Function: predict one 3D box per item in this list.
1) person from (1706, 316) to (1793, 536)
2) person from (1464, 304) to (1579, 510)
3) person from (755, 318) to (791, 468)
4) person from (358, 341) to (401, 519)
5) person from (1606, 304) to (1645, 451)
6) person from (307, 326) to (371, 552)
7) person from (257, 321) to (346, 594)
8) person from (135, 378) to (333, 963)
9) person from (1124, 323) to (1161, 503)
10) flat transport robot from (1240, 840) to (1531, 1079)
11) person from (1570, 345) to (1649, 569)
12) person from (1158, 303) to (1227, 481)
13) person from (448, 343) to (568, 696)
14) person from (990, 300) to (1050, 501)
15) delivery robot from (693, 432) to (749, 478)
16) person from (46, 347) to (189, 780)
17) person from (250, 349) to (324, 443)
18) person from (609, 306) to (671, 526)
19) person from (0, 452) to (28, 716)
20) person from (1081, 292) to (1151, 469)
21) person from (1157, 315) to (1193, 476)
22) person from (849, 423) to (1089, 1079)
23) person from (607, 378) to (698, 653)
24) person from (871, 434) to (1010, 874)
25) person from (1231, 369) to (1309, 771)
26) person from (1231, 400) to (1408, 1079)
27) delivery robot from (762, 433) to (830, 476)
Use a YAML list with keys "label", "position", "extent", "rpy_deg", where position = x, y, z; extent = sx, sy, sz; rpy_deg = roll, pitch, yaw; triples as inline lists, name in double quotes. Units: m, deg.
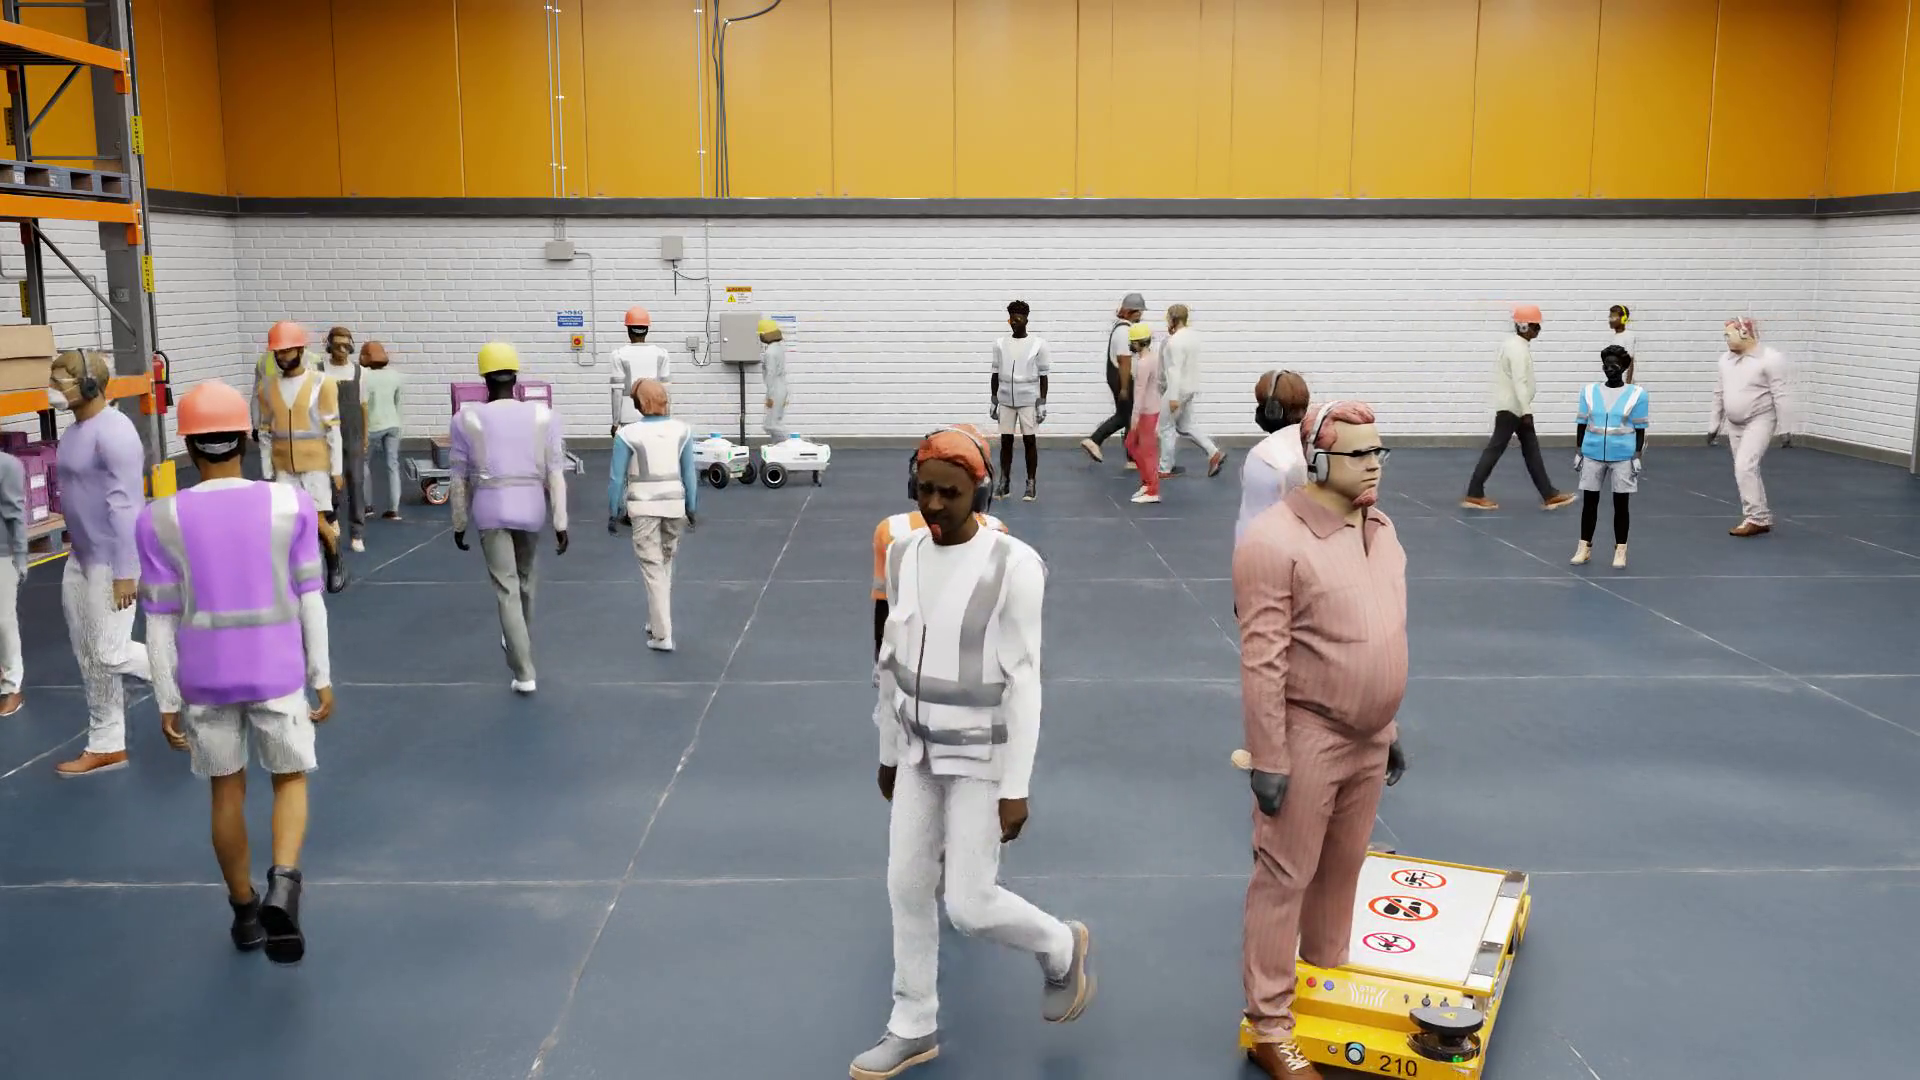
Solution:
- label: "person"
  position: [6.690, -0.956, 14.108]
  extent: [0.643, 1.865, 0.664]
  rpy_deg: [-2, 10, -14]
- label: "person"
  position: [5.258, -1.229, 15.562]
  extent: [1.039, 1.933, 0.646]
  rpy_deg: [4, 10, 23]
- label: "person"
  position: [-2.017, -1.629, 18.658]
  extent: [0.520, 1.720, 0.506]
  rpy_deg: [2, 9, 10]
- label: "person"
  position: [-5.314, -0.992, 15.093]
  extent: [0.570, 1.615, 0.496]
  rpy_deg: [7, 12, 38]
- label: "person"
  position: [7.620, -1.786, 19.211]
  extent: [0.506, 1.860, 0.537]
  rpy_deg: [-1, 9, -8]
- label: "person"
  position: [-5.061, -0.842, 13.587]
  extent: [0.503, 1.822, 0.874]
  rpy_deg: [-4, 10, -24]
- label: "person"
  position: [-4.408, -0.504, 11.153]
  extent: [0.560, 1.923, 0.507]
  rpy_deg: [0, 9, 2]
- label: "person"
  position: [-2.314, 0.445, 5.340]
  extent: [0.551, 1.920, 0.643]
  rpy_deg: [-3, 10, -20]
- label: "person"
  position: [1.765, -1.219, 16.065]
  extent: [0.407, 1.744, 0.555]
  rpy_deg: [2, 9, 10]
- label: "flat transport robot"
  position: [1.392, 1.283, 5.256]
  extent: [0.652, 0.197, 1.431]
  rpy_deg: [4, 10, 24]
- label: "person"
  position: [4.924, -0.629, 12.623]
  extent: [0.533, 1.697, 0.318]
  rpy_deg: [6, 11, 33]
- label: "person"
  position: [2.405, -1.566, 17.709]
  extent: [0.813, 1.916, 0.642]
  rpy_deg: [4, 10, 23]
- label: "person"
  position: [-2.481, -0.136, 9.083]
  extent: [0.589, 1.860, 1.001]
  rpy_deg: [-5, 11, -28]
- label: "person"
  position: [0.573, -1.365, 16.309]
  extent: [0.603, 1.967, 0.366]
  rpy_deg: [3, 10, 20]
- label: "delivery robot"
  position: [-2.554, -0.890, 17.428]
  extent: [0.707, 0.478, 0.477]
  rpy_deg: [7, 11, 36]
- label: "person"
  position: [-3.755, 0.097, 7.466]
  extent: [0.632, 1.926, 0.622]
  rpy_deg: [9, 13, 42]
- label: "person"
  position: [-6.001, -1.027, 14.804]
  extent: [0.655, 1.772, 0.956]
  rpy_deg: [1, 9, 7]
- label: "person"
  position: [-2.832, -1.089, 14.707]
  extent: [0.552, 1.935, 0.360]
  rpy_deg: [-5, 11, -30]
- label: "person"
  position: [-4.935, 0.107, 8.359]
  extent: [0.505, 1.615, 0.439]
  rpy_deg: [-2, 9, -11]
- label: "person"
  position: [1.820, -1.822, 18.882]
  extent: [0.766, 2.000, 0.695]
  rpy_deg: [0, 9, -1]
- label: "person"
  position: [2.369, -1.626, 18.327]
  extent: [0.404, 1.827, 0.600]
  rpy_deg: [2, 9, 9]
- label: "person"
  position: [0.038, 0.591, 4.652]
  extent: [0.636, 1.861, 0.609]
  rpy_deg: [-9, 13, -44]
- label: "person"
  position: [-1.884, -0.162, 9.965]
  extent: [0.540, 1.614, 0.674]
  rpy_deg: [-7, 12, -38]
- label: "person"
  position: [-0.064, 0.440, 6.096]
  extent: [0.548, 1.681, 0.358]
  rpy_deg: [-3, 10, -15]
- label: "person"
  position: [1.448, 0.162, 7.361]
  extent: [0.656, 1.828, 0.468]
  rpy_deg: [-9, 13, -42]
- label: "person"
  position: [1.045, 0.562, 4.672]
  extent: [0.639, 1.910, 0.407]
  rpy_deg: [-8, 12, -42]
- label: "delivery robot"
  position: [-1.711, -0.879, 17.356]
  extent: [0.707, 0.478, 0.477]
  rpy_deg: [-1, 9, -8]
